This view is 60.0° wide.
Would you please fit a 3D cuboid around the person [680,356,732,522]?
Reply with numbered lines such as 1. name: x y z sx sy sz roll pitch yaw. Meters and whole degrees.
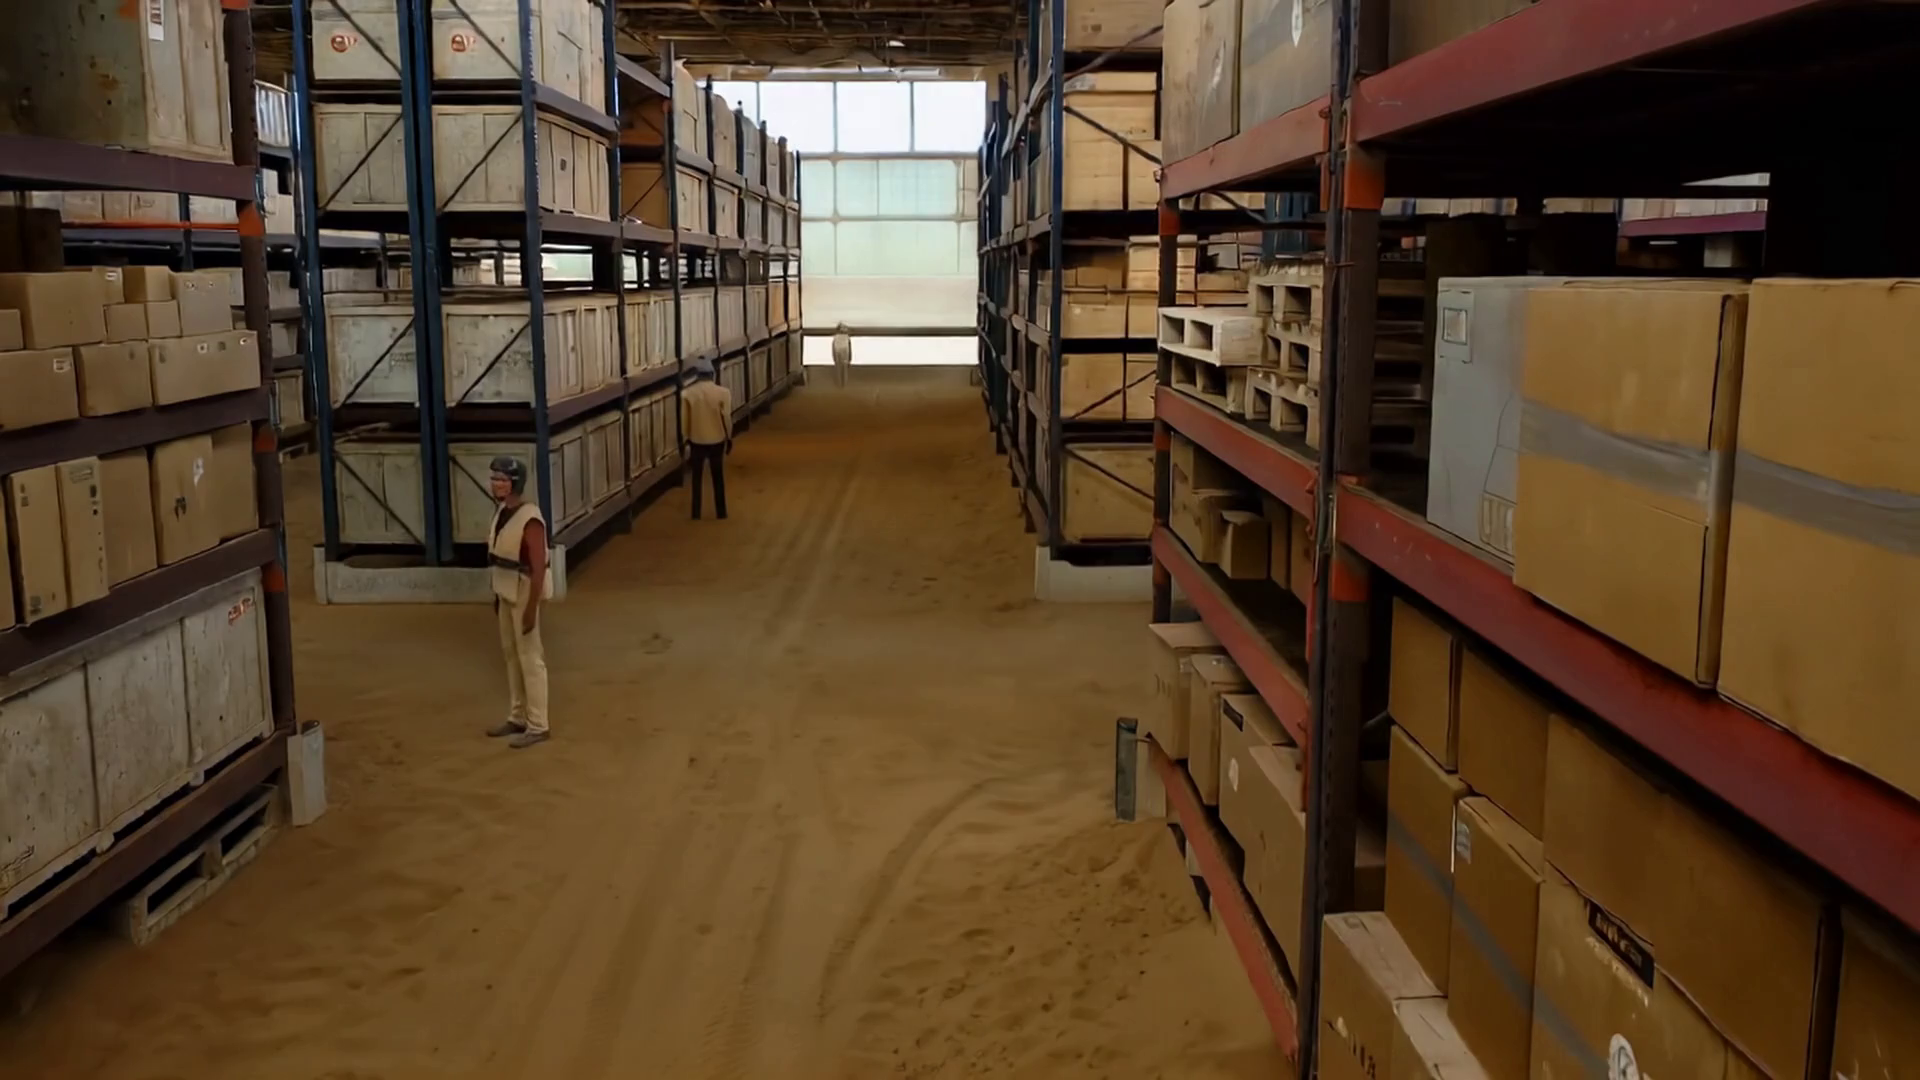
1. person: -3.043 -1.206 19.961 0.613 1.994 0.382 -1 9 -8

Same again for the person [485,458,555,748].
1. person: -2.811 0.389 10.634 0.389 1.846 0.566 -7 12 -38

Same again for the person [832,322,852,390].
1. person: -2.949 -4.611 41.771 0.500 1.691 0.918 -1 9 -7
